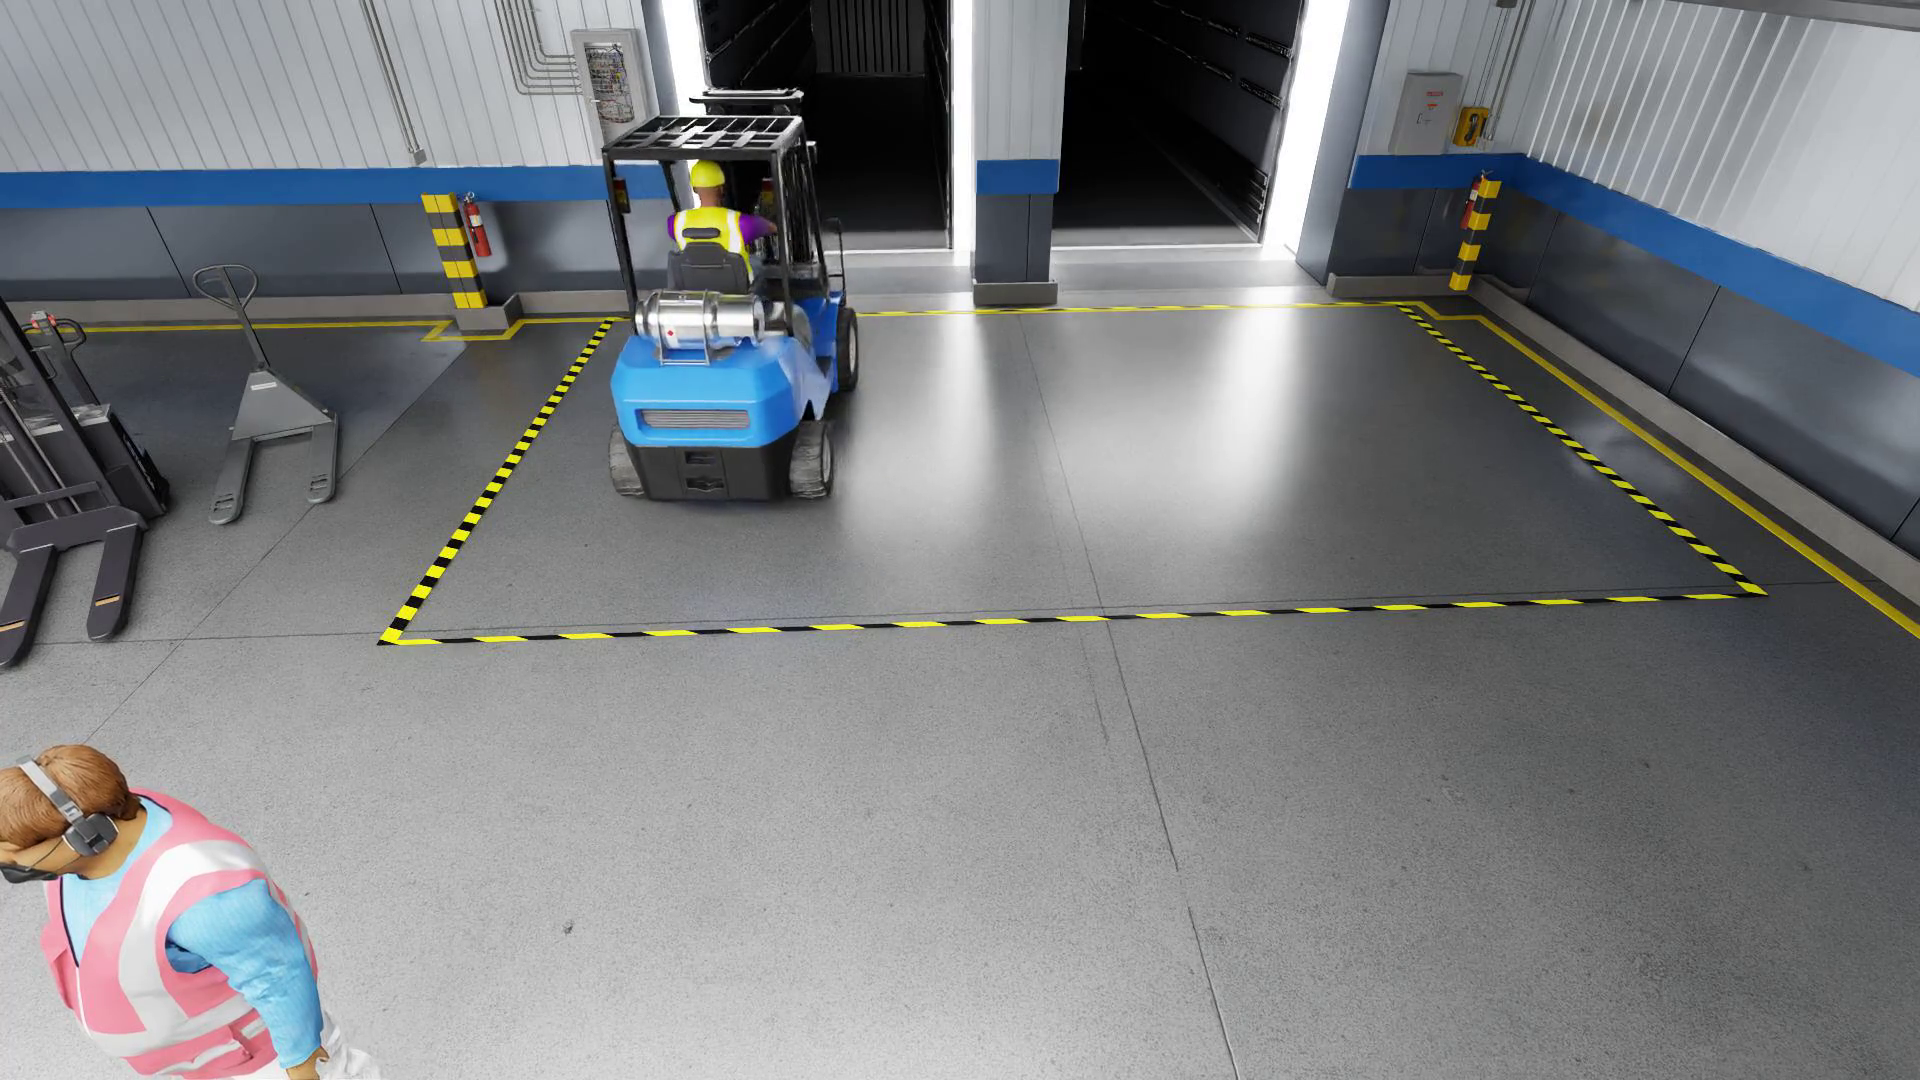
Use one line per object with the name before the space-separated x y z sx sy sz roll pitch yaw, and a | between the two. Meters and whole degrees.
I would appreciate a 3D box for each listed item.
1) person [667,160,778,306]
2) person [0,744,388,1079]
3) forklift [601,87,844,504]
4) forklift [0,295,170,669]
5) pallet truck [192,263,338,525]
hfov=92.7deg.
person | -1.512 -1.949 6.152 0.635 1.293 1.004 1 35 1
person | -1.898 1.214 2.380 0.632 1.842 0.429 15 38 20
forklift | -1.520 -1.761 6.210 1.157 2.036 2.680 1 35 1
forklift | -5.212 -0.618 4.878 0.823 1.965 1.885 -20 39 -26
pallet truck | -4.778 -1.027 6.128 0.680 1.201 1.601 -17 38 -23
